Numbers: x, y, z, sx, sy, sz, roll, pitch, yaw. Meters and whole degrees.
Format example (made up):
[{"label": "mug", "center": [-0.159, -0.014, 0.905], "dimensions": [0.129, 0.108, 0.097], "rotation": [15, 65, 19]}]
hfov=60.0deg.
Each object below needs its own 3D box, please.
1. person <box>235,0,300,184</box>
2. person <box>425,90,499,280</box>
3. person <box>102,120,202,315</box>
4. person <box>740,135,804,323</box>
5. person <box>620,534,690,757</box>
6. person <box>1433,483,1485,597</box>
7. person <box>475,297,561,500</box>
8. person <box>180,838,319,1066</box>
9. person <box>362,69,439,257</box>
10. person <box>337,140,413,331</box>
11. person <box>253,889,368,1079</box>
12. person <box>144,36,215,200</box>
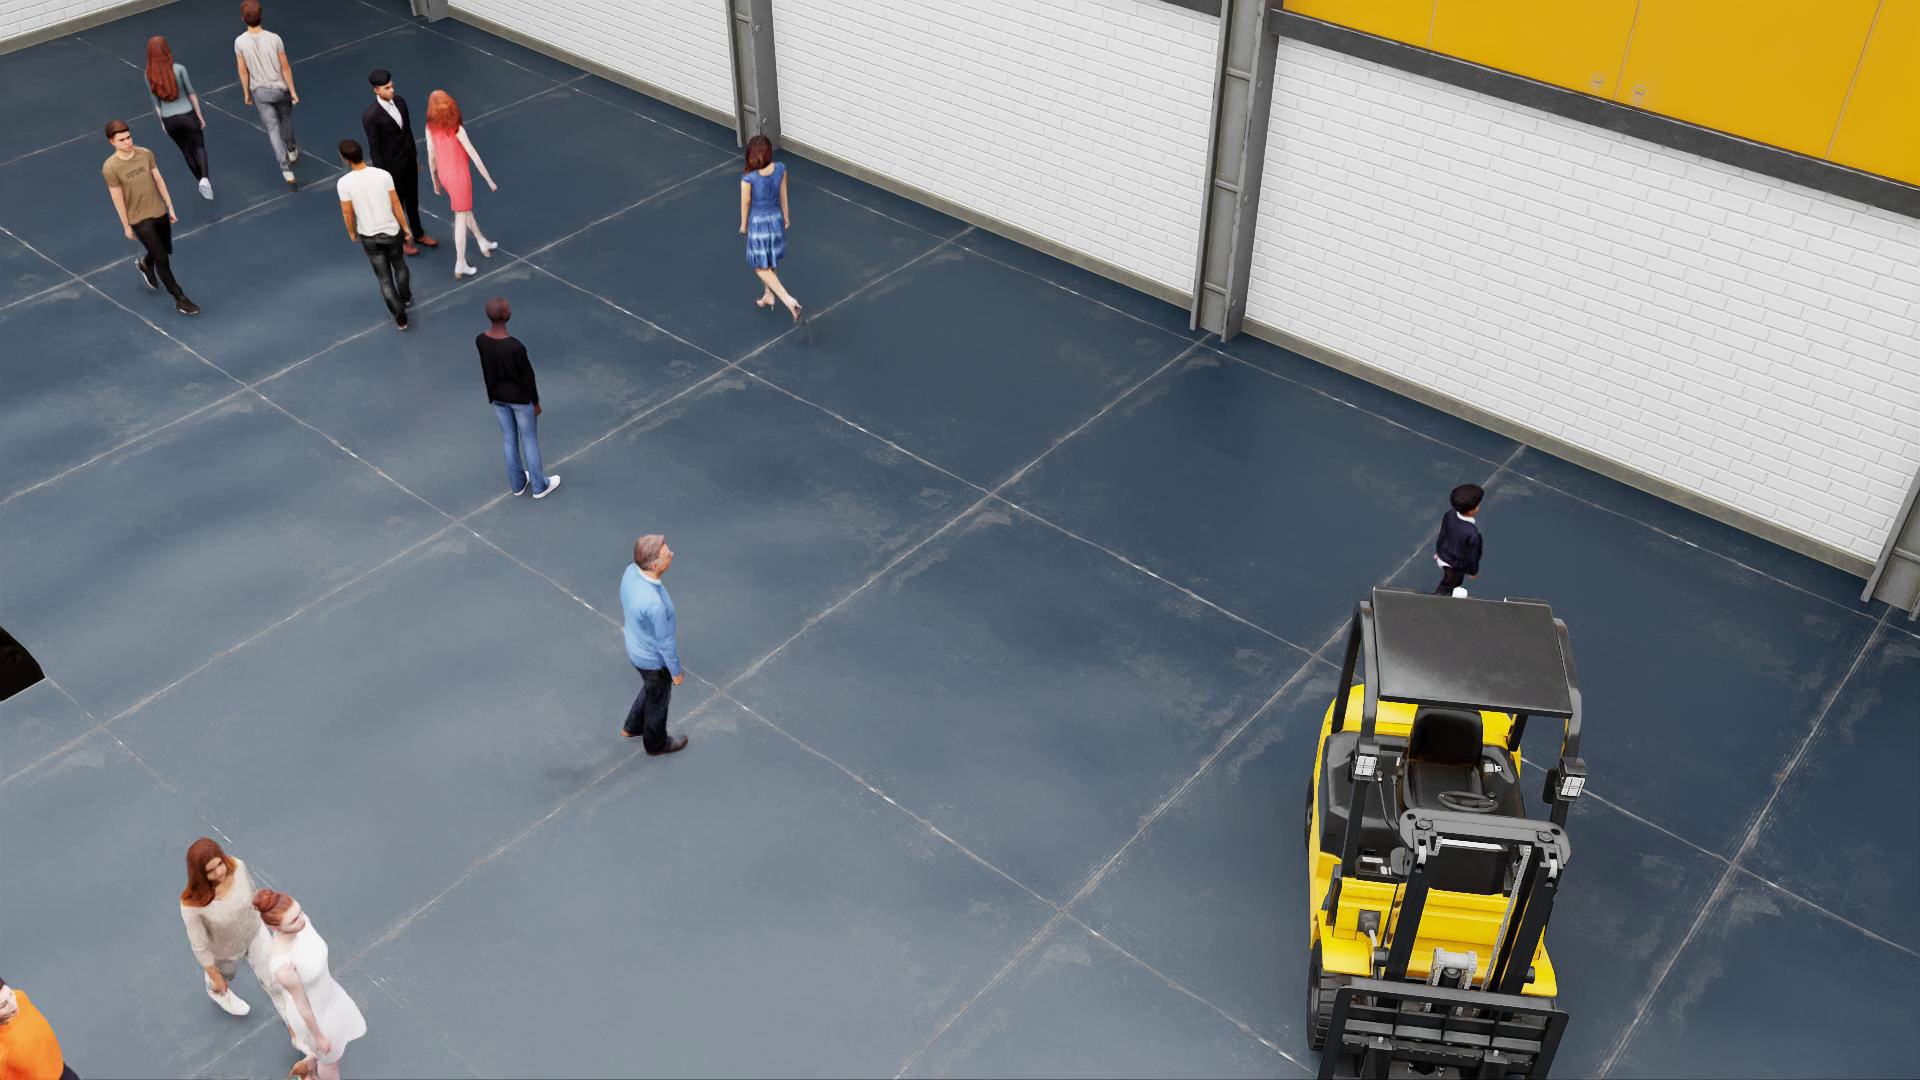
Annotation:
[{"label": "person", "center": [-7.152, -4.607, 17.252], "dimensions": [1.037, 1.857, 1.287], "rotation": [-14, 41, -17]}, {"label": "person", "center": [-4.808, -3.291, 15.655], "dimensions": [0.915, 1.794, 0.843], "rotation": [19, 42, 22]}, {"label": "person", "center": [-7.495, -2.979, 15.236], "dimensions": [1.166, 1.829, 0.766], "rotation": [22, 43, 25]}, {"label": "person", "center": [-1.696, -2.742, 14.977], "dimensions": [0.998, 1.780, 0.669], "rotation": [31, 48, 33]}, {"label": "person", "center": [-2.064, 0.720, 10.636], "dimensions": [0.894, 1.788, 0.808], "rotation": [-16, 41, -20]}, {"label": "person", "center": [3.481, 0.141, 11.829], "dimensions": [0.814, 1.206, 0.858], "rotation": [-13, 40, -16]}, {"label": "person", "center": [-3.483, -1.096, 12.942], "dimensions": [0.586, 1.749, 0.721], "rotation": [13, 40, 15]}, {"label": "person", "center": [-3.970, 2.130, 8.960], "dimensions": [1.161, 1.678, 0.704], "rotation": [23, 44, 26]}, {"label": "person", "center": [-5.441, -3.657, 16.046], "dimensions": [0.651, 1.877, 0.735], "rotation": [17, 42, 21]}, {"label": "person", "center": [-5.210, -2.703, 14.942], "dimensions": [0.919, 1.765, 1.060], "rotation": [-15, 41, -17]}, {"label": "person", "center": [-3.396, 2.409, 8.525], "dimensions": [0.858, 1.783, 0.786], "rotation": [1, 39, 1]}, {"label": "person", "center": [-7.894, -4.205, 16.852], "dimensions": [0.842, 1.728, 1.009], "rotation": [-13, 40, -15]}]
